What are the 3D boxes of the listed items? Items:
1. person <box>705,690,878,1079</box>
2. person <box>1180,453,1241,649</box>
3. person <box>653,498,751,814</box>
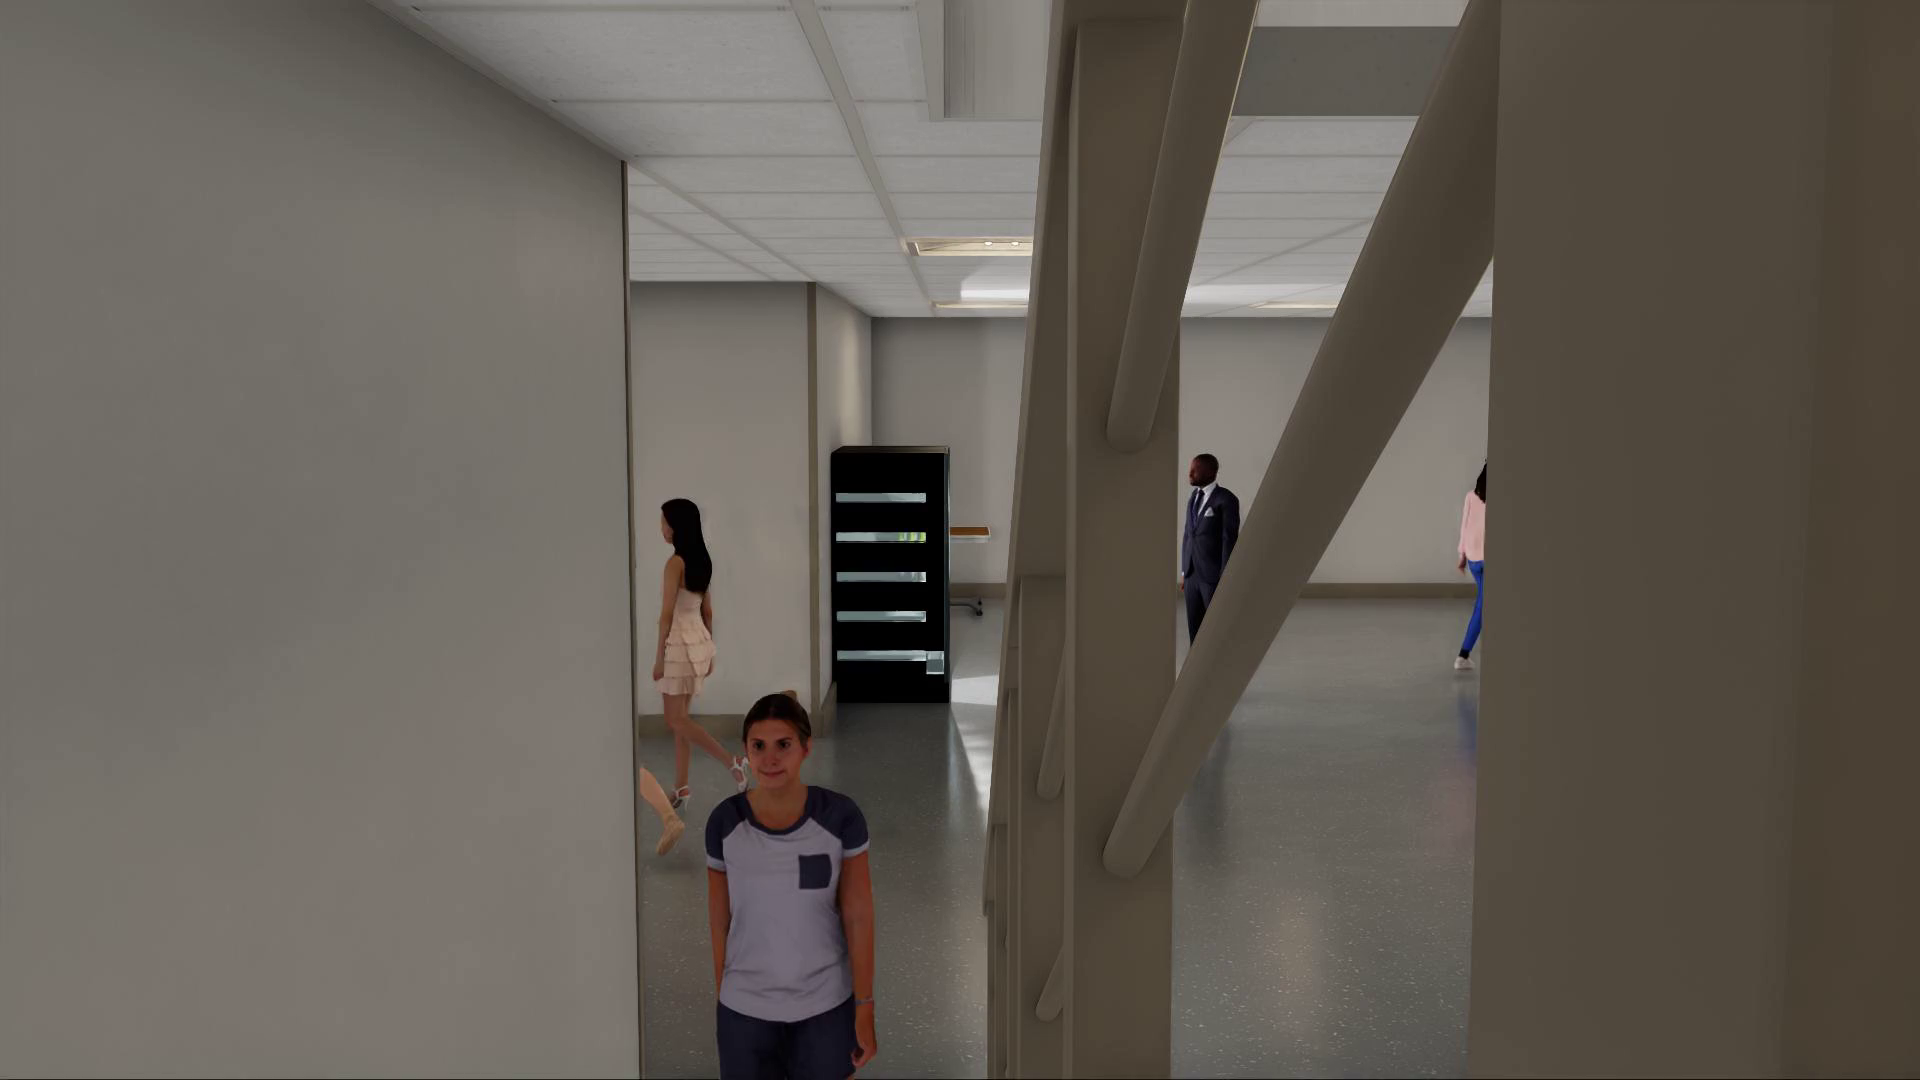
[{"bbox_3d":[-0.423,1.192,4.258,0.628,1.581,1.031,0,6,-4],"label":"person"},{"bbox_3d":[1.822,0.267,12.237,0.846,1.824,0.715,-3,7,-30],"label":"person"},{"bbox_3d":[-1.400,0.650,8.955,0.808,1.719,0.877,2,6,20],"label":"person"}]
